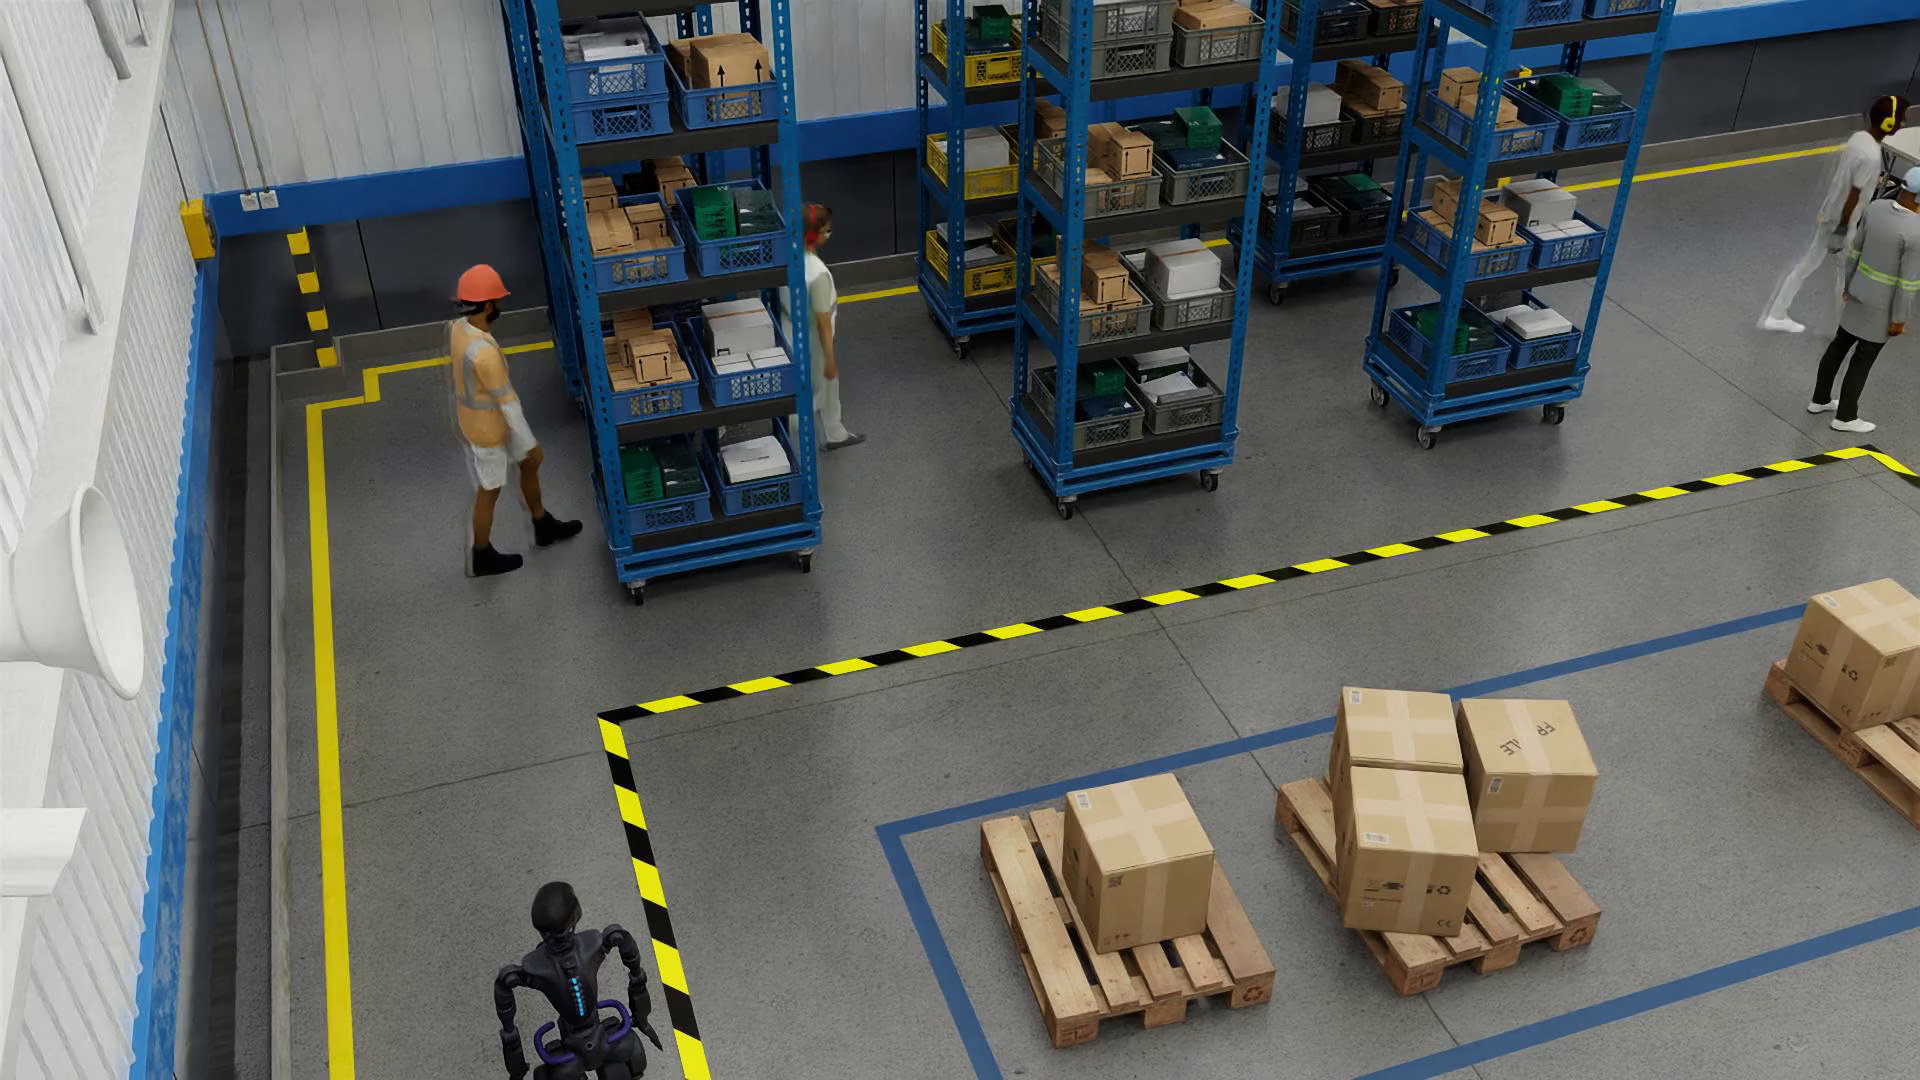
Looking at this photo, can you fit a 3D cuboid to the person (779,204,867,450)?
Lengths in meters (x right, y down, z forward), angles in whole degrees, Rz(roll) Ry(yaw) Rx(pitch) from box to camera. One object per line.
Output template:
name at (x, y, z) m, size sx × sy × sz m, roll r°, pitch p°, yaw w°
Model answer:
person at (-0.991, -1.250, 10.497) m, size 0.815 × 1.813 × 0.576 m, roll -17°, pitch 39°, yaw -22°

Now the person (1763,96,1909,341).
person at (6.459, -2.294, 11.952) m, size 0.920 × 1.825 × 0.542 m, roll 5°, pitch 36°, yaw 7°

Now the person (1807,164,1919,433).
person at (6.042, -1.592, 10.939) m, size 0.397 × 1.852 × 0.589 m, roll -6°, pitch 36°, yaw -9°

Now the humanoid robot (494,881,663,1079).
humanoid robot at (-1.394, 1.893, 6.138) m, size 0.599 × 1.655 × 0.315 m, roll -18°, pitch 39°, yaw -23°

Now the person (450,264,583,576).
person at (-2.595, -0.676, 9.596) m, size 0.842 × 1.893 × 0.588 m, roll -14°, pitch 38°, yaw -19°

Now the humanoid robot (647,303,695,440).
humanoid robot at (-1.934, -1.335, 10.725) m, size 0.433 × 1.646 × 0.607 m, roll -9°, pitch 36°, yaw -12°
